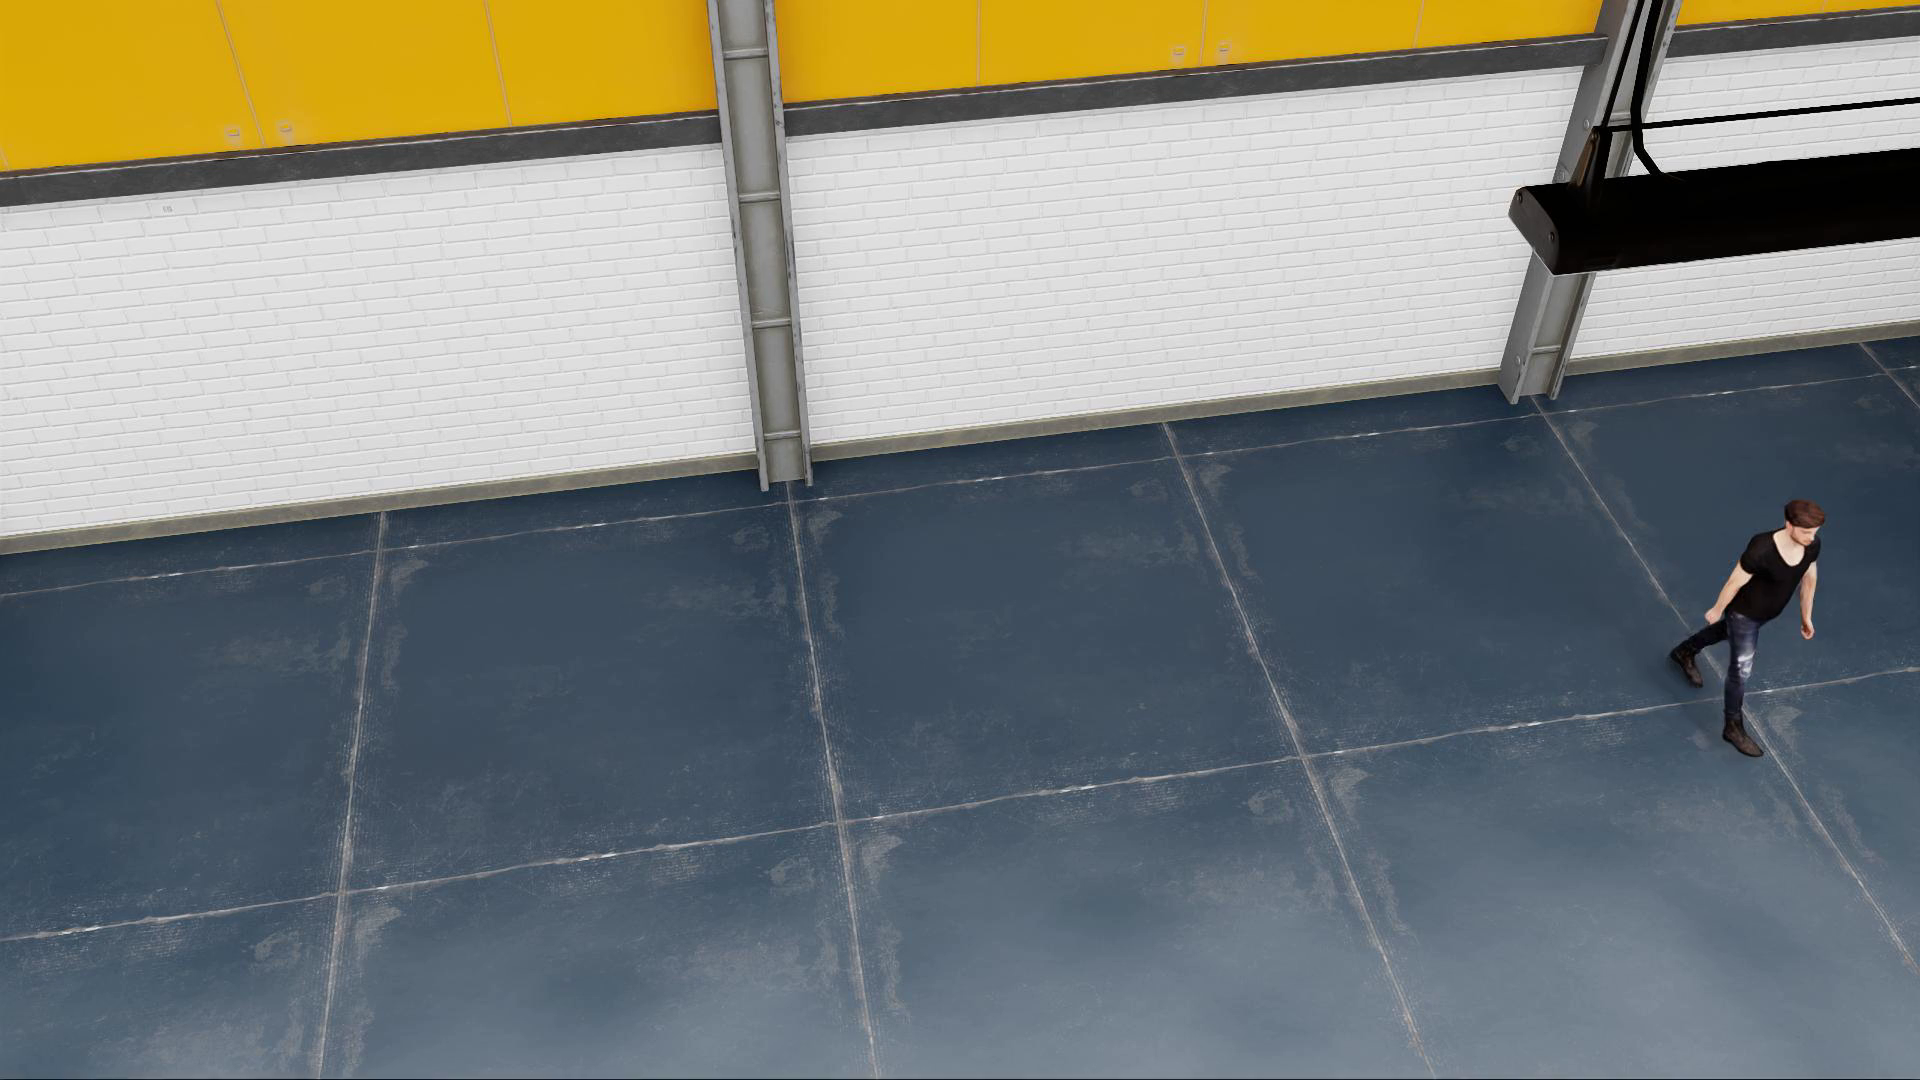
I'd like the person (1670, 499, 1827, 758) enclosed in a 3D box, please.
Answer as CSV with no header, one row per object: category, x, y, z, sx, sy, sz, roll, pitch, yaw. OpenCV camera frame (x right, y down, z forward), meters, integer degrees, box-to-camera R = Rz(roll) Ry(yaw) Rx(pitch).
person,4.912,0.366,10.432,1.205,1.853,0.922,-17,46,-17
